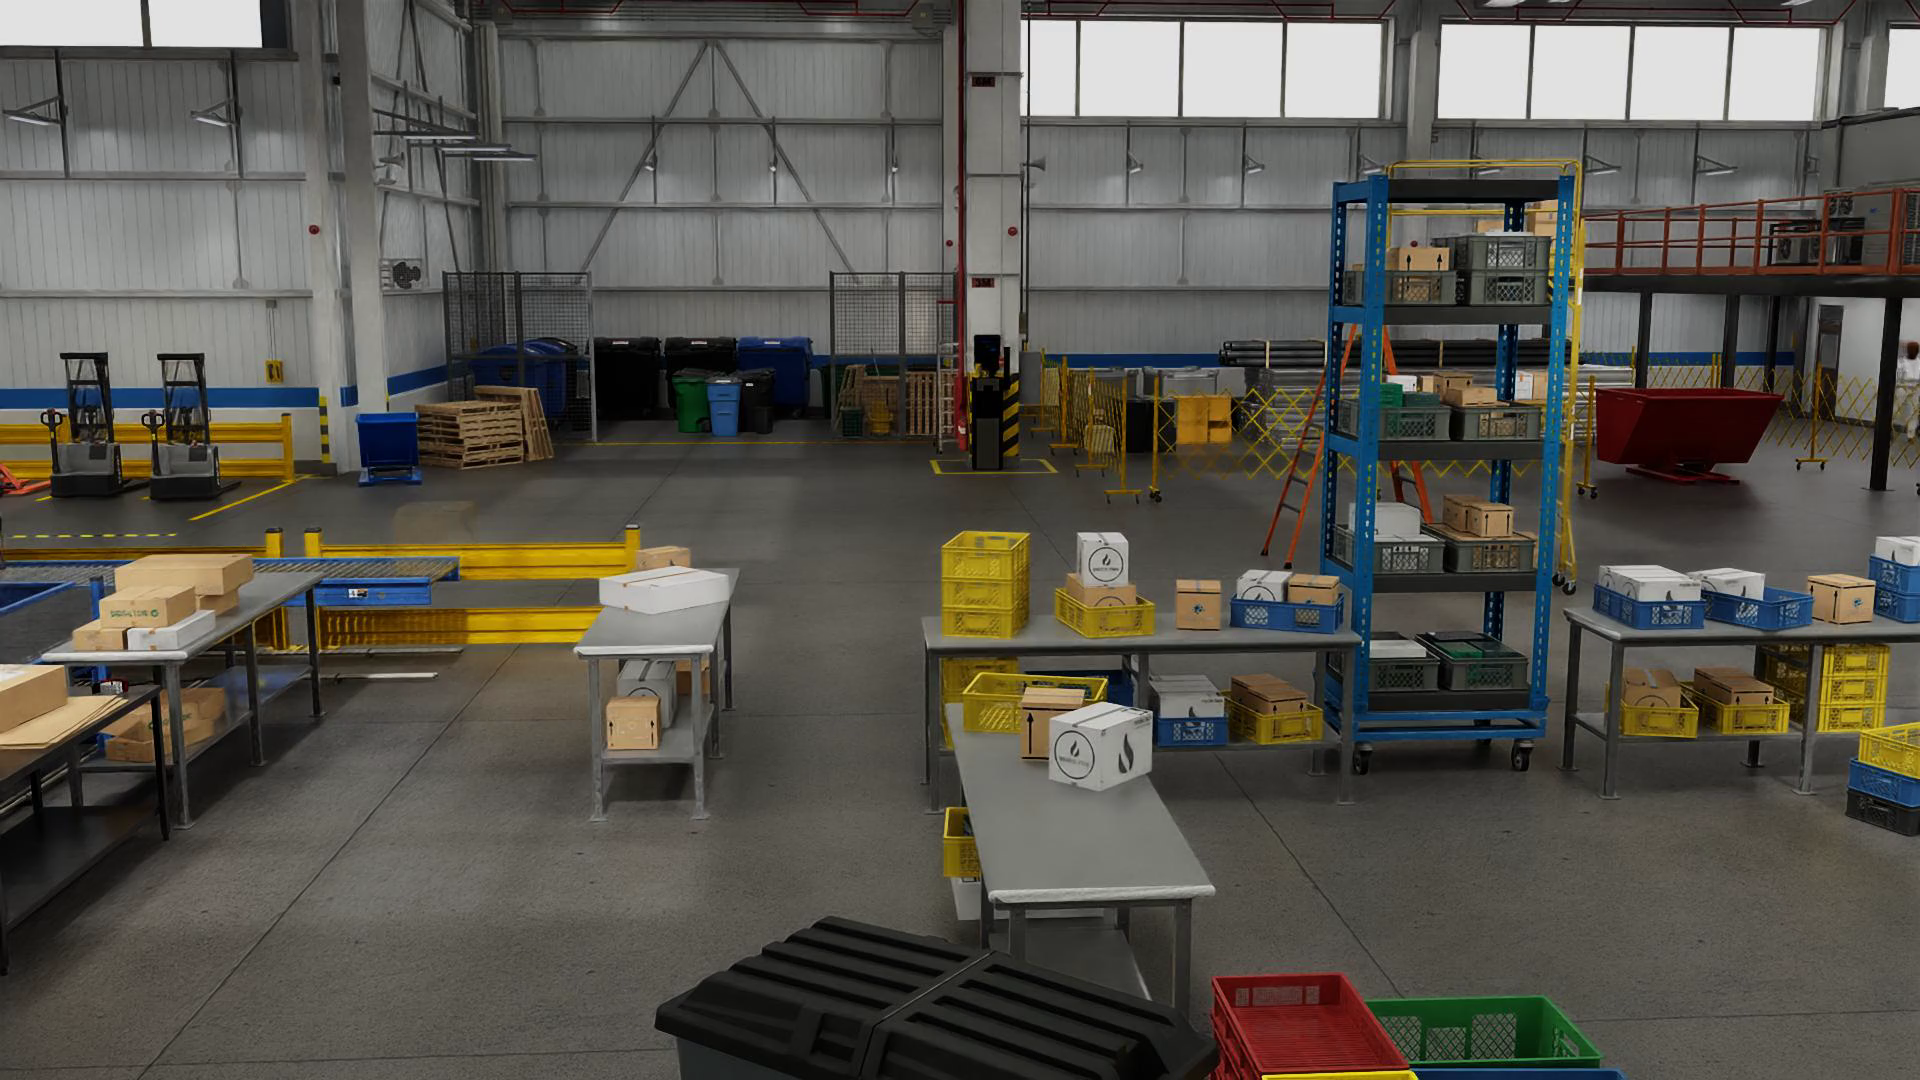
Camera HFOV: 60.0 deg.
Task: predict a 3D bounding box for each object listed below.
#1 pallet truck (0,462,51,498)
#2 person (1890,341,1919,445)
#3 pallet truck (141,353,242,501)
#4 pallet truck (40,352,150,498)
[{"bbox_3d":[-13.193,-1.293,23.148,0.653,1.274,1.630,-1,9,-4],"label":"pallet truck"},{"bbox_3d":[17.098,-2.672,30.048,0.580,1.861,0.829,1,9,3],"label":"person"},{"bbox_3d":[-10.520,-1.604,22.925,0.823,1.965,1.885,-1,9,-6],"label":"pallet truck"},{"bbox_3d":[-11.907,-1.642,23.165,0.823,1.965,1.885,0,9,0],"label":"pallet truck"}]
